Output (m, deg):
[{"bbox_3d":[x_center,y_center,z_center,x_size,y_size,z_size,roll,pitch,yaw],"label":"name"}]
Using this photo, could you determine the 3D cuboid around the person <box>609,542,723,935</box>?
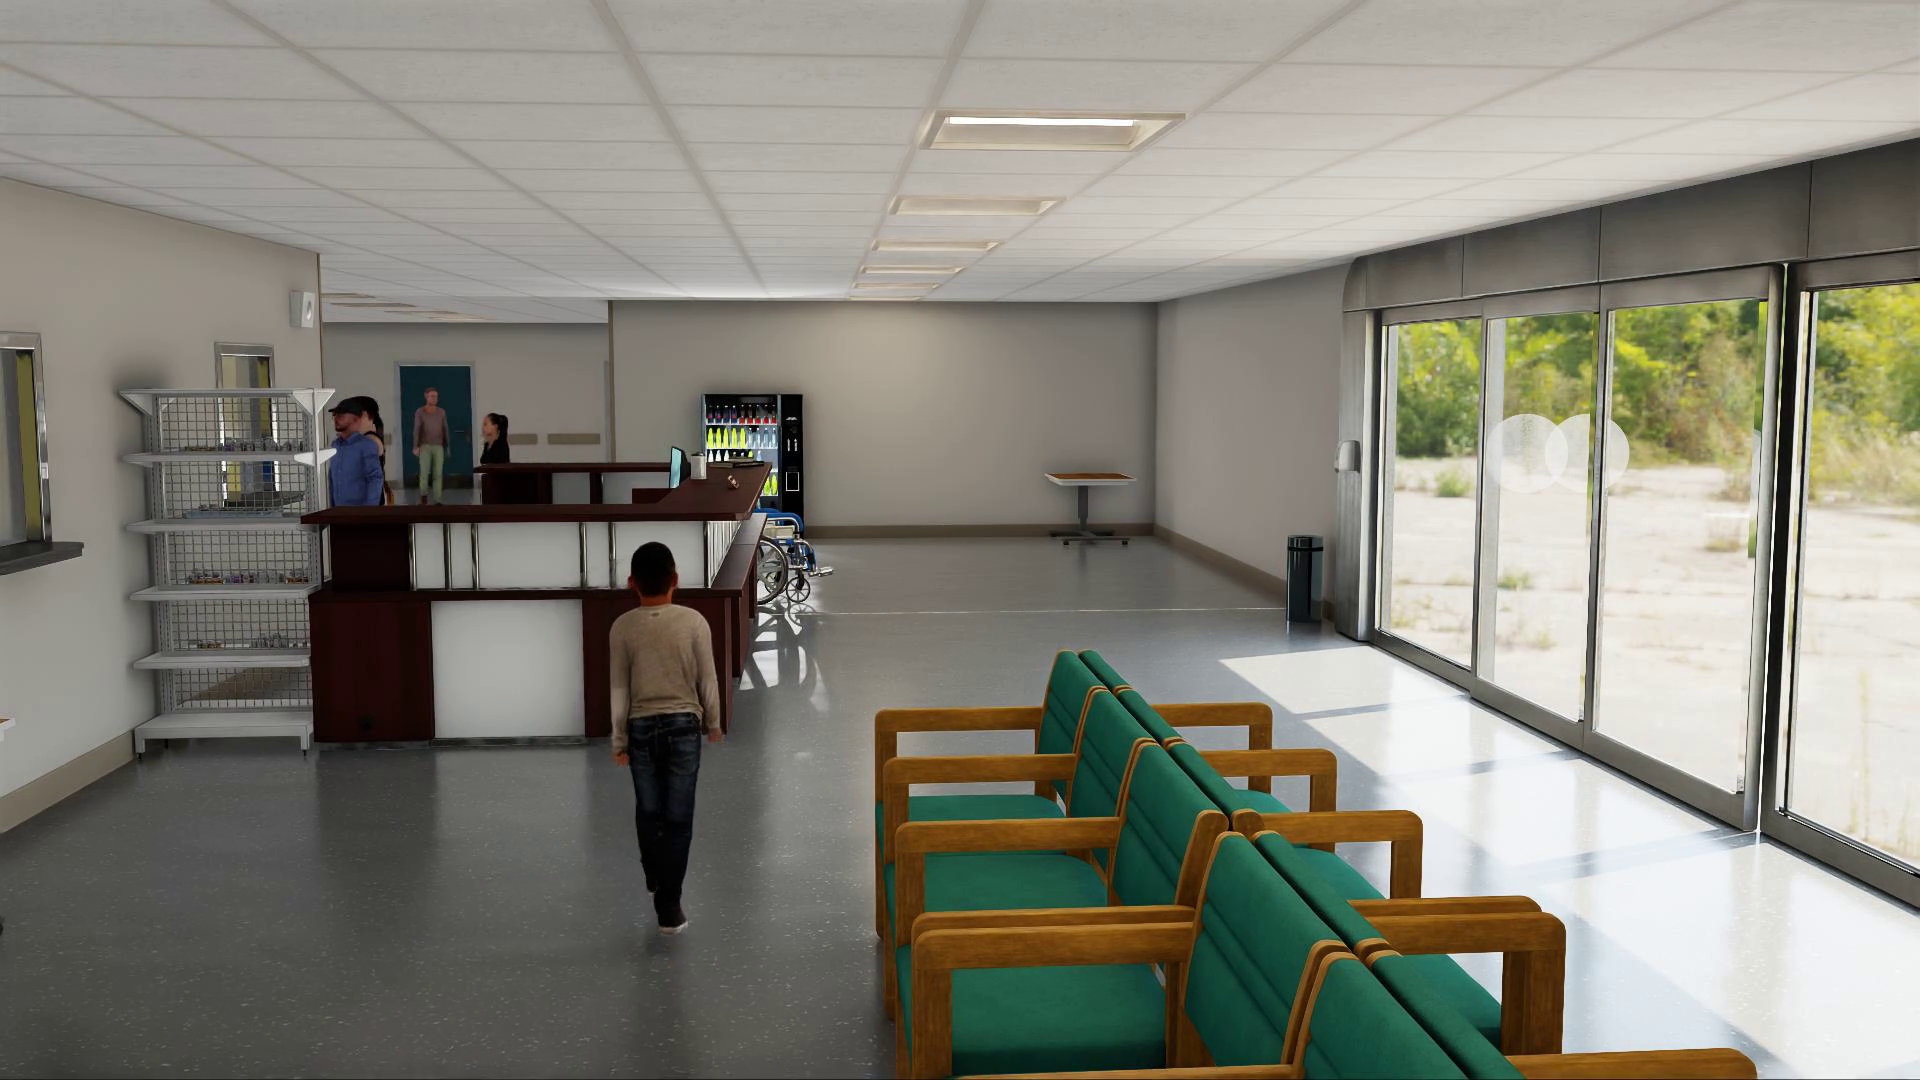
[{"bbox_3d":[-1.105,0.761,6.194,0.943,1.429,0.657,0,6,-1],"label":"person"}]

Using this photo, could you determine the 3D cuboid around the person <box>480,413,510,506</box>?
[{"bbox_3d":[-4.437,-0.373,16.185,1.139,1.684,0.960,-4,7,-37],"label":"person"}]

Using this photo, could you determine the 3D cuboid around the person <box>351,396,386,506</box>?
[{"bbox_3d":[-5.231,-0.327,14.689,0.699,1.892,0.740,-2,6,-22],"label":"person"}]

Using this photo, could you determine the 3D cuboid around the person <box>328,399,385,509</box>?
[{"bbox_3d":[-4.927,-0.205,13.506,0.687,1.886,0.799,3,6,28],"label":"person"}]

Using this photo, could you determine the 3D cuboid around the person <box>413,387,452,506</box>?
[{"bbox_3d":[-8.053,-1.373,25.243,0.832,1.861,0.916,-4,7,-35],"label":"person"}]
